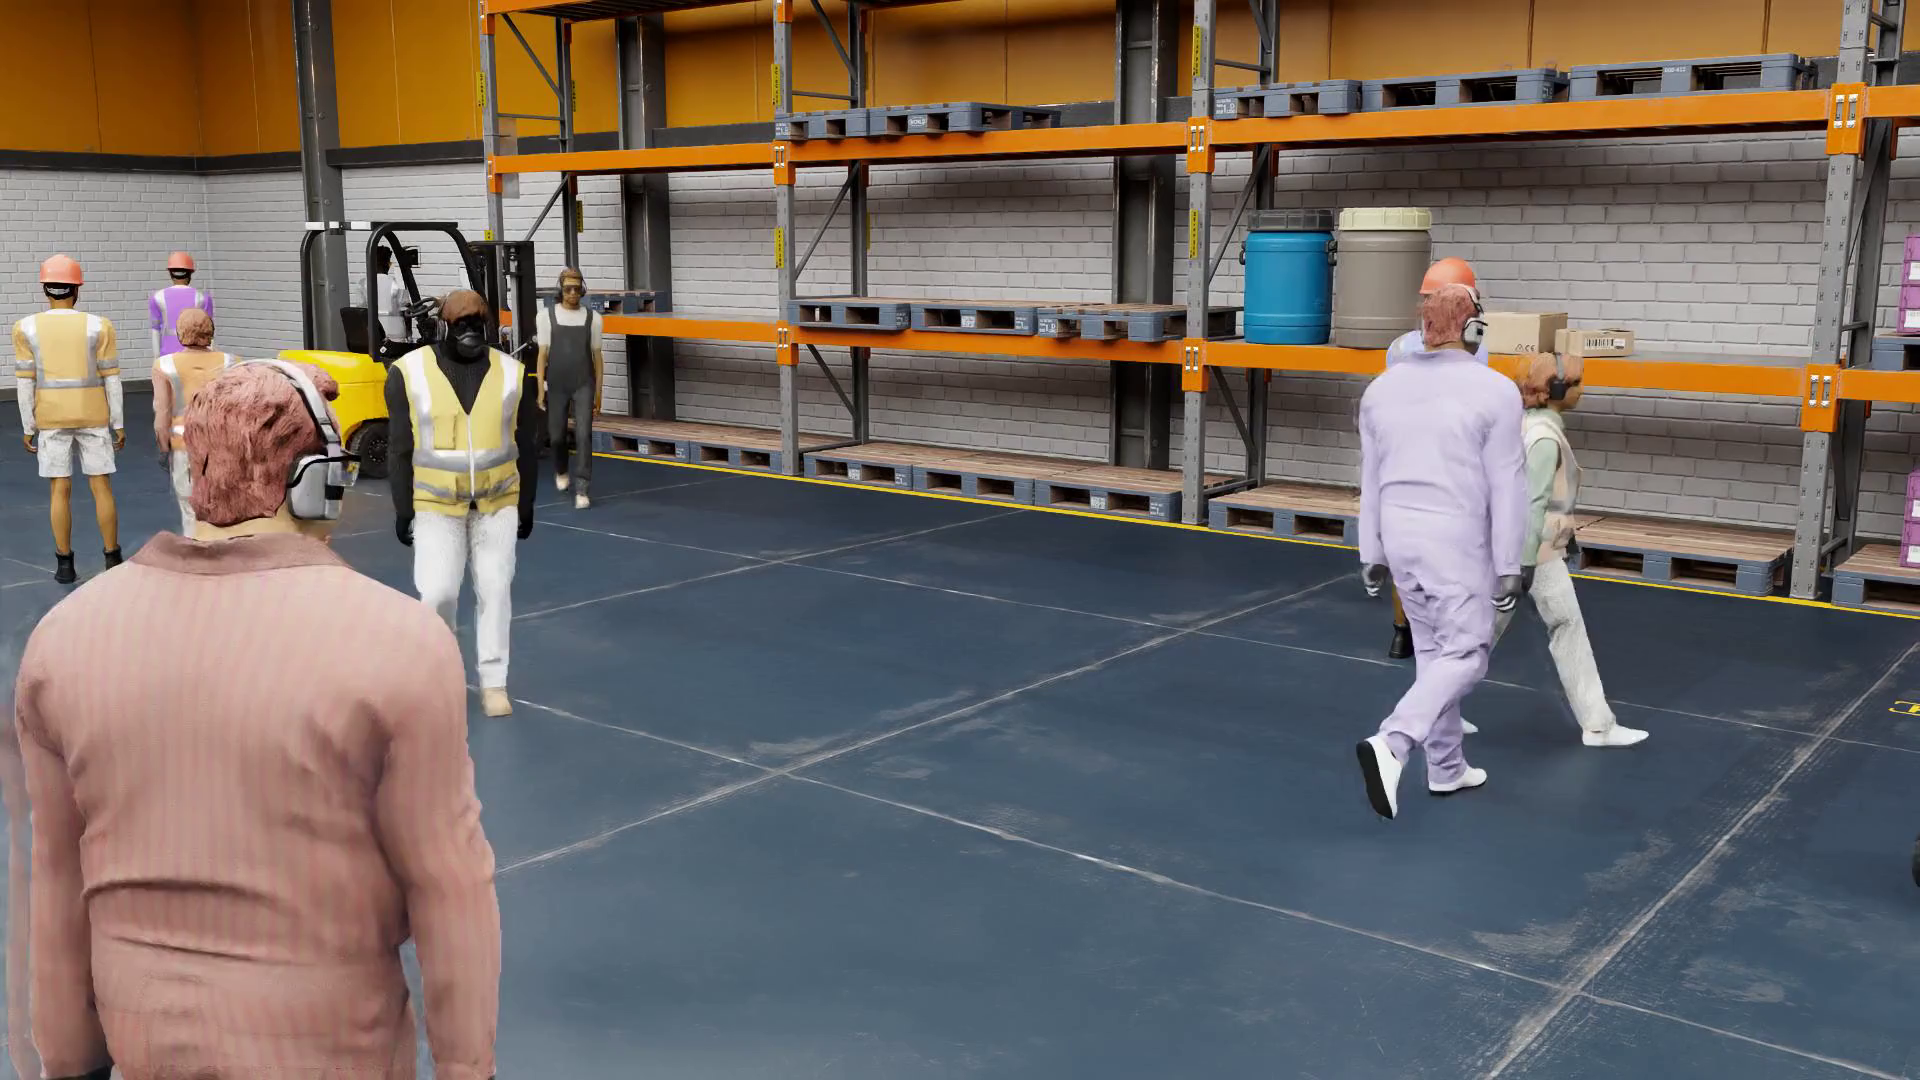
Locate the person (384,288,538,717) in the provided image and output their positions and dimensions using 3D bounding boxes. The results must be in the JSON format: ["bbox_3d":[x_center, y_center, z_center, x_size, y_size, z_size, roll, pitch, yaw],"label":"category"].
[{"bbox_3d":[-2.124,-0.166,7.147,0.630,1.823,0.542,-5,11,-25],"label":"person"}]

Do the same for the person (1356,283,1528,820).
[{"bbox_3d":[1.647,0.043,5.844,0.773,1.873,0.657,-7,13,-36],"label":"person"}]

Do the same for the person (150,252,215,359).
[{"bbox_3d":[-7.185,-1.703,15.427,0.551,1.904,0.759,-4,11,-22],"label":"person"}]

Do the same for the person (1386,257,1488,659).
[{"bbox_3d":[2.283,-0.364,7.931,0.361,1.939,0.542,-9,13,-40],"label":"person"}]

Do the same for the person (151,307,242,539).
[{"bbox_3d":[-4.367,-0.520,9.625,0.522,1.638,0.310,-6,12,-32],"label":"person"}]

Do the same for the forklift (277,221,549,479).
[{"bbox_3d":[-4.922,-1.741,14.854,1.214,2.155,2.313,8,13,38],"label":"forklift"}]

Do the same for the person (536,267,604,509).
[{"bbox_3d":[-2.982,-1.174,12.739,0.525,1.827,0.745,-3,11,-14],"label":"person"}]

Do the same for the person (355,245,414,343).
[{"bbox_3d":[-6.422,-2.308,18.626,0.605,1.966,0.367,-1,10,-3],"label":"person"}]

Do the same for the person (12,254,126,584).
[{"bbox_3d":[-5.262,-0.713,9.868,0.551,1.934,0.375,-5,11,-24],"label":"person"}]

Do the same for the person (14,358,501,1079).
[{"bbox_3d":[-0.985,0.694,2.284,0.677,1.870,0.837,2,10,12],"label":"person"}]

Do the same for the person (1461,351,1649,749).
[{"bbox_3d":[2.289,0.042,6.644,0.882,1.593,0.527,2,10,8],"label":"person"}]
